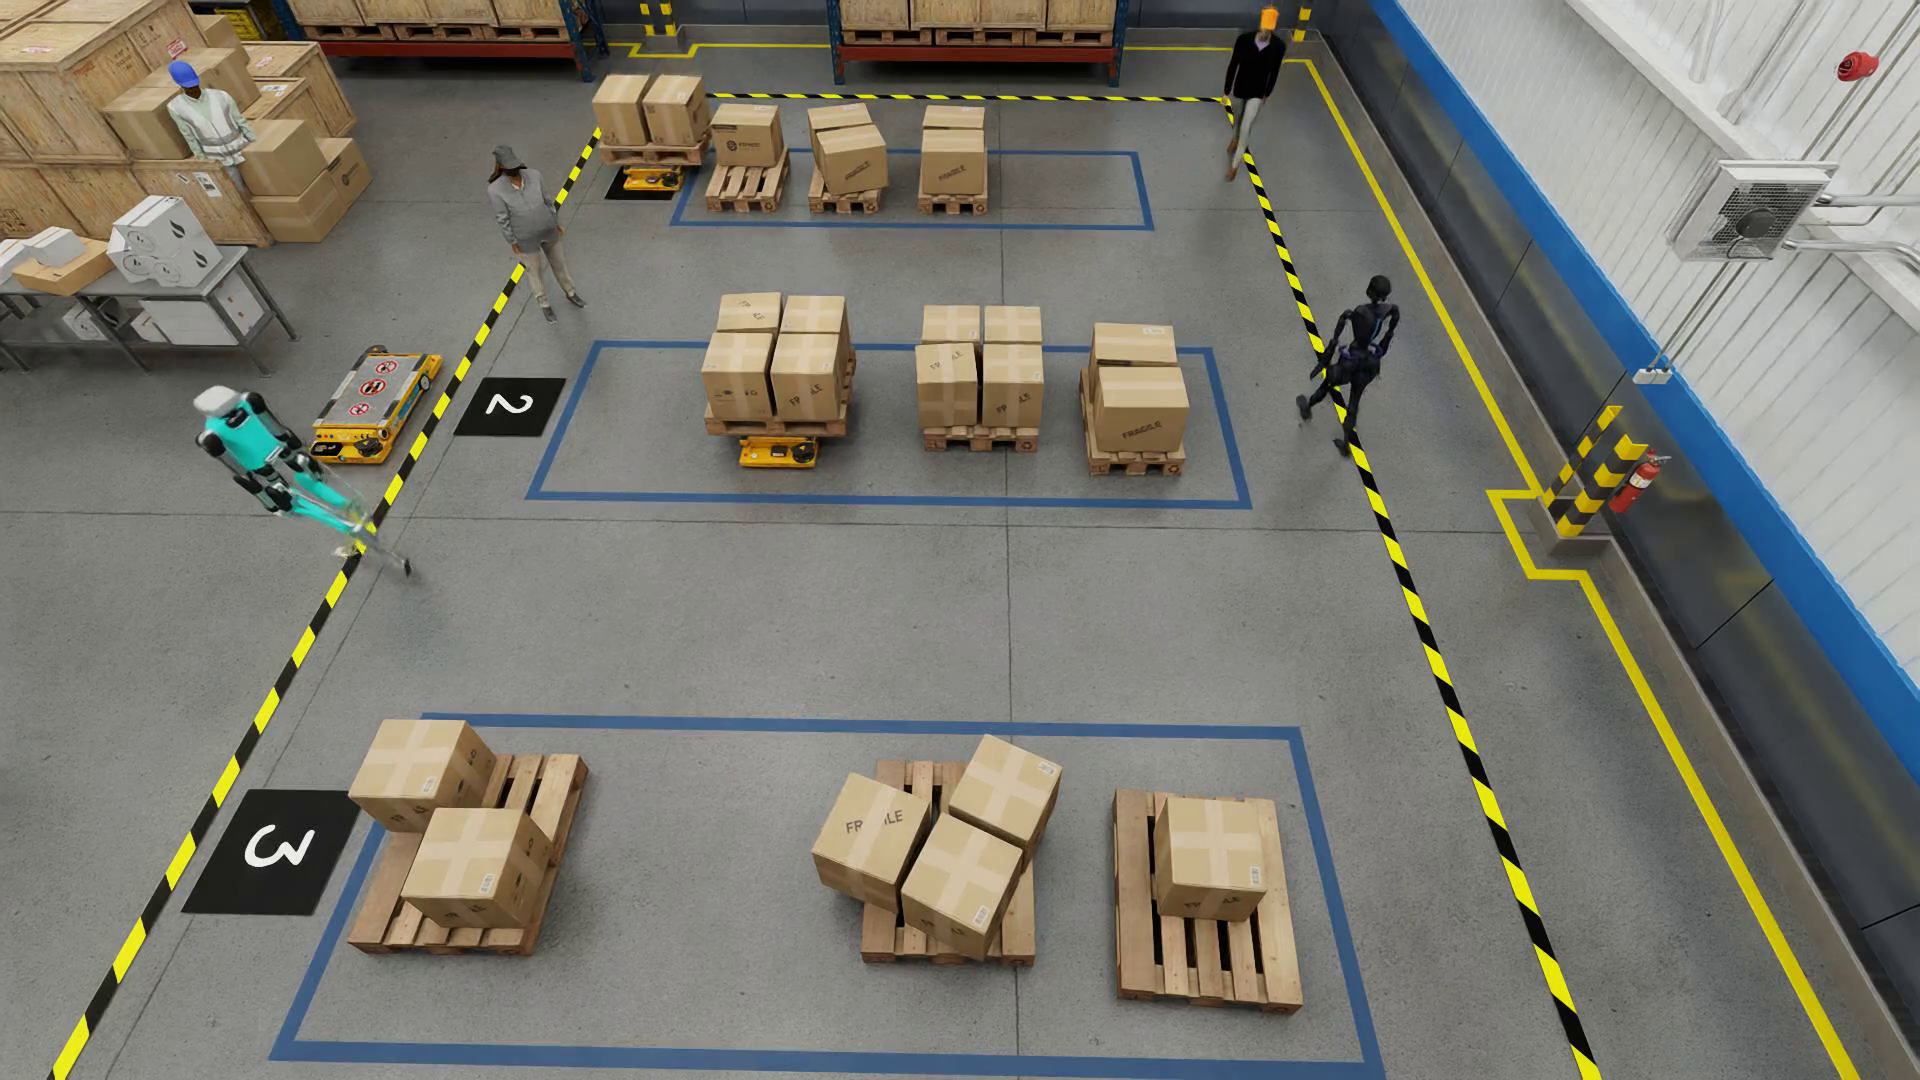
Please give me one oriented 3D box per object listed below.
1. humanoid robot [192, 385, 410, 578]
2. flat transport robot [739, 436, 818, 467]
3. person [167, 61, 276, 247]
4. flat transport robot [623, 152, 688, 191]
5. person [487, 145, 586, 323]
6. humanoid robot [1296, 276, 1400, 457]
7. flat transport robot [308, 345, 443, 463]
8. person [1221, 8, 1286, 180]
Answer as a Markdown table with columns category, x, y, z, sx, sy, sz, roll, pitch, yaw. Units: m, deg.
| category | x | y | z | sx | sy | sz | roll | pitch | yaw |
| --- | --- | --- | --- | --- | --- | --- | --- | --- | --- |
| humanoid robot | -4.664 | -0.355 | 6.733 | 0.906 | 1.798 | 0.559 | 9 | 50 | 8 |
| flat transport robot | -1.582 | -1.235 | 8.394 | 0.652 | 0.197 | 1.431 | 1 | 50 | 1 |
| person | -7.720 | -4.076 | 9.724 | 0.602 | 1.939 | 0.412 | -32 | 57 | -24 |
| flat transport robot | -3.698 | -4.794 | 11.405 | 0.652 | 0.197 | 1.431 | 1 | 50 | 1 |
| person | -4.141 | -2.985 | 8.908 | 0.399 | 1.768 | 0.574 | 36 | 58 | 26 |
| humanoid robot | 3.316 | -1.523 | 7.759 | 0.588 | 1.623 | 0.774 | -7 | 50 | -6 |
| flat transport robot | -5.383 | -1.269 | 8.441 | 0.659 | 0.231 | 1.431 | 1 | 50 | 1 |
| person | 3.449 | -5.358 | 10.882 | 0.583 | 1.833 | 1.023 | 20 | 53 | 16 |
